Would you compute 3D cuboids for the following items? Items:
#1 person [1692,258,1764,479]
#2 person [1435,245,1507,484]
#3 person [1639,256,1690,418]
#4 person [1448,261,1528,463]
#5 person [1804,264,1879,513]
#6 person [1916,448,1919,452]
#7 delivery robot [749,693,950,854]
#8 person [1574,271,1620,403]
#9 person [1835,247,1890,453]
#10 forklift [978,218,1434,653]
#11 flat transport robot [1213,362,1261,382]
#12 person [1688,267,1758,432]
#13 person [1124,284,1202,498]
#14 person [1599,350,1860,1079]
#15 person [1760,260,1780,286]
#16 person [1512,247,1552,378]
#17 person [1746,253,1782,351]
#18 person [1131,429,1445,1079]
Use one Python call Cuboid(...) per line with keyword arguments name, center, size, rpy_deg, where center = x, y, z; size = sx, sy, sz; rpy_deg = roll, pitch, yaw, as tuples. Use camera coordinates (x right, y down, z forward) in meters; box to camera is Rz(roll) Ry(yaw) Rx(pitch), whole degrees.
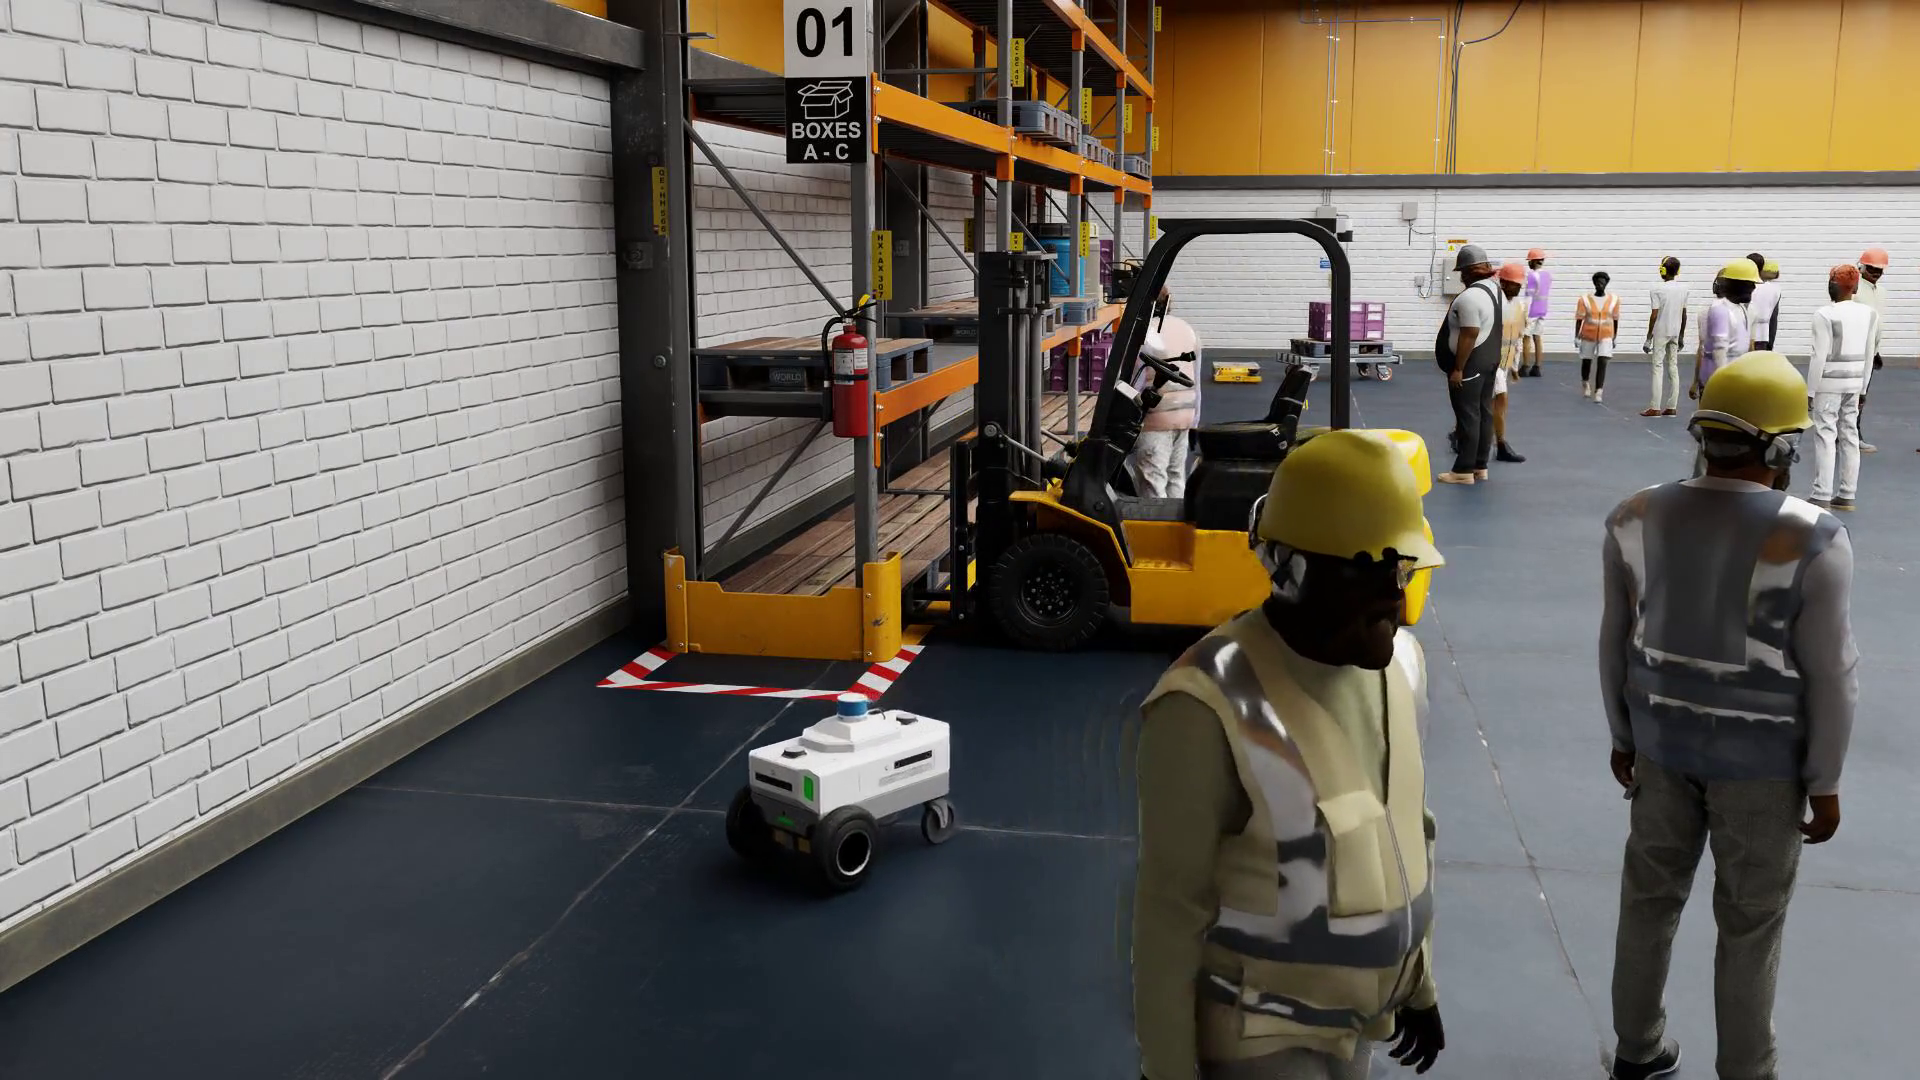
Cuboid(name="person", center=(6.105, -1.269, 13.230), size=(0.403, 1.918, 0.612), rpy_deg=(10, 14, 43))
Cuboid(name="person", center=(4.324, -1.506, 14.200), size=(0.535, 2.000, 0.674), rpy_deg=(9, 13, 39))
Cuboid(name="person", center=(8.187, -2.356, 19.320), size=(0.513, 1.876, 0.328), rpy_deg=(-3, 11, -14))
Cuboid(name="person", center=(4.988, -1.696, 15.727), size=(0.544, 1.883, 0.955), rpy_deg=(-6, 12, -29))
Cuboid(name="person", center=(6.665, -1.144, 12.648), size=(0.585, 1.882, 0.337), rpy_deg=(-3, 11, -17))
Cuboid(name="person", center=(9.599, -1.778, 16.052), size=(0.642, 1.913, 0.408), rpy_deg=(-5, 11, -23))
Cuboid(name="delivery robot", center=(-0.360, 0.760, 5.600), size=(0.477, 0.478, 0.707), rpy_deg=(9, 14, 42))
Cuboid(name="person", center=(8.116, -2.601, 21.225), size=(0.536, 1.669, 0.763), rpy_deg=(3, 11, 17))
Cuboid(name="person", center=(8.733, -1.828, 16.114), size=(0.608, 1.987, 0.391), rpy_deg=(-6, 12, -30))
Cuboid(name="forklift", center=(1.285, -0.567, 8.635), size=(2.313, 2.155, 1.214), rpy_deg=(2, 11, 11))
Cuboid(name="flat transport robot", center=(4.042, -2.471, 24.344), size=(0.652, 0.197, 1.431), rpy_deg=(1, 10, 7))
Cuboid(name="person", center=(6.286, -1.321, 13.725), size=(0.513, 1.844, 0.328), rpy_deg=(-1, 10, -6))
Cuboid(name="person", center=(1.252, -0.720, 10.515), size=(0.655, 1.823, 0.432), rpy_deg=(-10, 14, -43))
Cuboid(name="person", center=(1.794, 0.476, 3.909), size=(0.403, 1.833, 0.591), rpy_deg=(-8, 13, -38))
Cuboid(name="person", center=(12.511, -3.499, 25.996), size=(0.497, 1.730, 0.521), rpy_deg=(-6, 12, -29))
Cuboid(name="person", center=(8.553, -3.388, 24.808), size=(0.553, 1.934, 0.371), rpy_deg=(-8, 13, -37))
Cuboid(name="person", center=(8.440, -2.099, 17.788), size=(0.593, 1.920, 0.391), rpy_deg=(-1, 10, -7))
Cuboid(name="person", center=(0.536, 0.724, 2.619), size=(0.428, 1.814, 0.591), rpy_deg=(10, 14, 44))
